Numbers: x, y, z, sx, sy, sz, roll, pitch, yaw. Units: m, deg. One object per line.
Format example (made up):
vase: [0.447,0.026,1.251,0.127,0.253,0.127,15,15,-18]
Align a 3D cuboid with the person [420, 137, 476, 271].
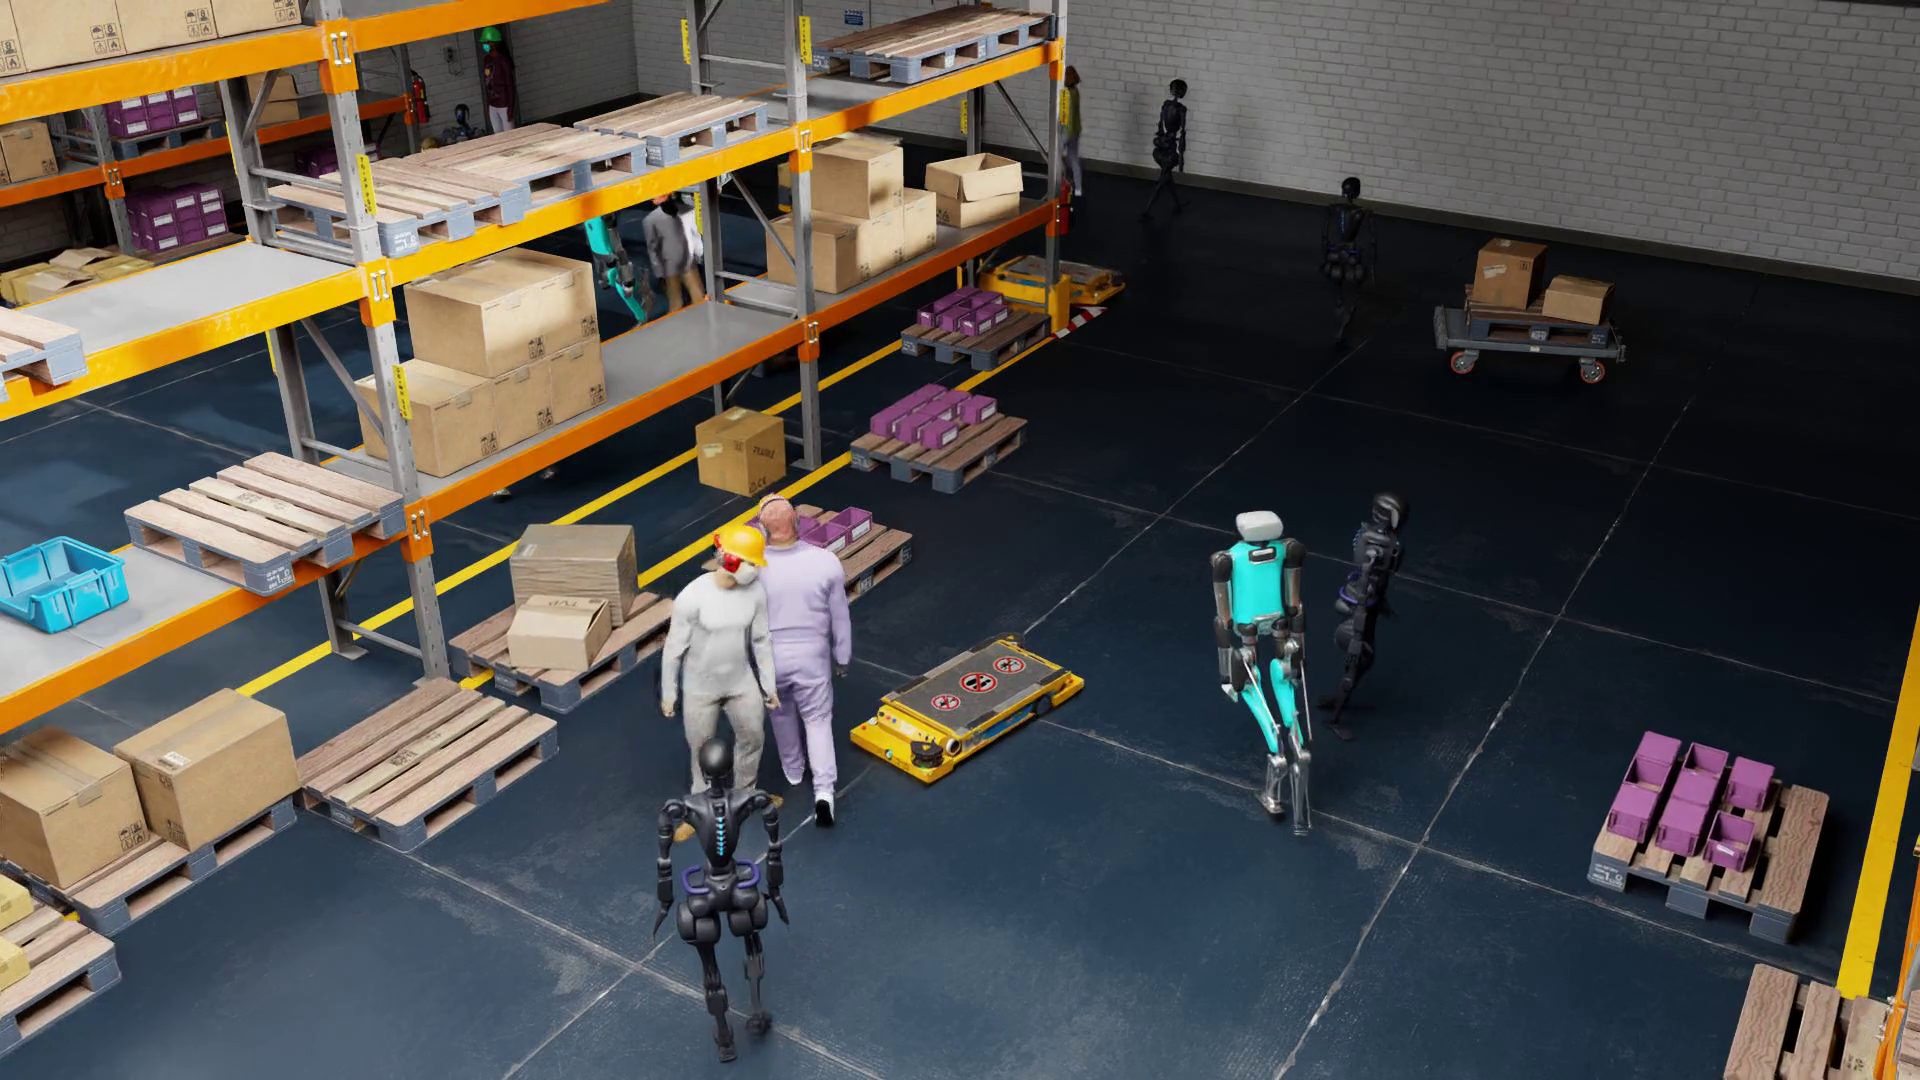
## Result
person: [-5.062,-3.045,16.423,0.624,1.888,1.044,4,27,9]

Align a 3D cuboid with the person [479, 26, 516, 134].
person: [-5.891,-5.604,21.385,0.488,1.953,0.417,18,32,32]

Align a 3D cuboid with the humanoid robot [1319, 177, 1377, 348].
humanoid robot: [3.695,-2.648,15.874,0.602,1.644,0.493,19,33,33]

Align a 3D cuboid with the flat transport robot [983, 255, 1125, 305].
flat transport robot: [0.974,-2.774,17.664,1.431,0.231,0.659,16,31,28]

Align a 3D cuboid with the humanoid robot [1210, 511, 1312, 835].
humanoid robot: [1.704,0.823,9.070,0.548,1.862,0.821,-8,28,-16]

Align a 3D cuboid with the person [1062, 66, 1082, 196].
person: [1.322,-5.077,20.711,0.517,1.613,0.522,6,27,11]

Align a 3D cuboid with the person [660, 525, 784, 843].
person: [-1.322,0.786,8.912,0.676,1.855,0.370,-14,30,-25]

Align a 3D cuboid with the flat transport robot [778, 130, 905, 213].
flat transport robot: [-1.456,-4.016,20.111,1.431,0.231,0.659,20,33,34]

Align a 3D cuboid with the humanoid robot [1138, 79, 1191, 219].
humanoid robot: [2.487,-4.683,19.922,0.818,1.623,0.588,-13,29,-23]

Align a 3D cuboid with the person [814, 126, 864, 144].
person: [-1.500,-4.998,20.374,0.650,1.797,0.894,-11,29,-20]

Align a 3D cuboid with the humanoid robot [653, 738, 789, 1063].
humanoid robot: [-1.082,1.611,7.469,0.613,1.651,0.340,-7,28,-14]

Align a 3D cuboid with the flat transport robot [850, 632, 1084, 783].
flat transport robot: [0.064,1.003,10.222,0.659,0.231,1.431,23,35,37]

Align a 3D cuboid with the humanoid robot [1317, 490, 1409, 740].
humanoid robot: [2.364,0.417,9.818,0.413,1.637,0.602,12,29,22]

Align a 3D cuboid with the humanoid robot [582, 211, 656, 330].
humanoid robot: [-3.077,-2.480,15.485,0.536,1.777,0.852,24,36,39]

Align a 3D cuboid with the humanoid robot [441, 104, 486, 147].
humanoid robot: [-5.496,-4.047,18.611,0.584,1.647,0.336,-2,27,-4]

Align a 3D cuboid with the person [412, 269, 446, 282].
person: [-4.026,-1.300,13.017,0.340,1.846,0.506,-2,27,-4]

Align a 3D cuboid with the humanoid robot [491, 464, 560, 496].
humanoid robot: [-3.491,-1.130,12.856,0.530,1.774,0.973,7,28,13]

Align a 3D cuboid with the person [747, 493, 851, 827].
person: [-0.919,0.676,9.125,0.662,1.871,0.809,-3,27,-7]

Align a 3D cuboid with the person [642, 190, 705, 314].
person: [-2.633,-2.557,15.629,0.584,1.717,0.402,-19,32,-33]
